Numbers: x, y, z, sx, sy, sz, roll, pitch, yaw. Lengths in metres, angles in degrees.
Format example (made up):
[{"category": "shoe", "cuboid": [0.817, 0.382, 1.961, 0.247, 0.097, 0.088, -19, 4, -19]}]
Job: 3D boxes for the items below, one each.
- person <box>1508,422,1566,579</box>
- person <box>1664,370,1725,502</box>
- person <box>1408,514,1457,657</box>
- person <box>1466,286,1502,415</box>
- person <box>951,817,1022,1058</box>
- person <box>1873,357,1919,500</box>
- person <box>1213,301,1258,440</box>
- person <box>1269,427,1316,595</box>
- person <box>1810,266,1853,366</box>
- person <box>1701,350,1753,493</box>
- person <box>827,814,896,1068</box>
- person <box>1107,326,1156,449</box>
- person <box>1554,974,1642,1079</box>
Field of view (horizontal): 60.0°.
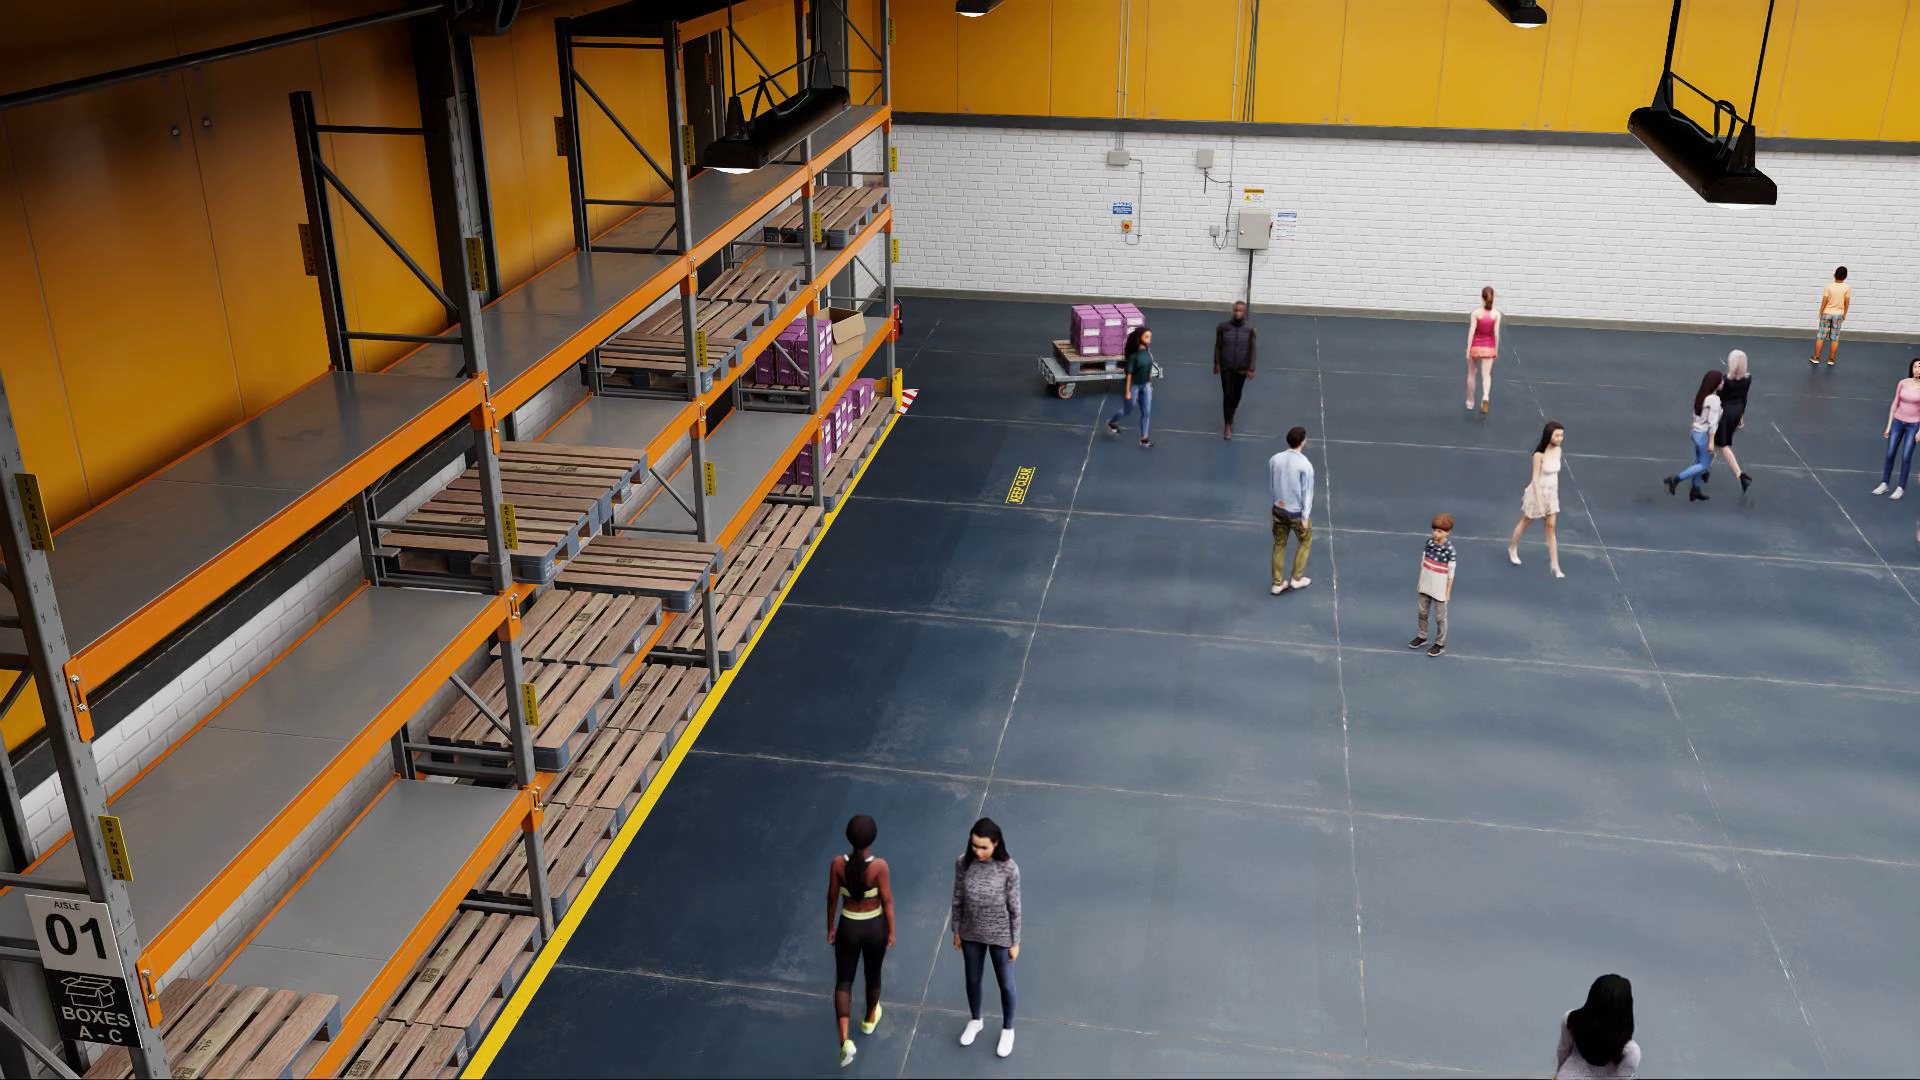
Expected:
[{"category": "person", "cuboid": [6.101, -0.456, 17.698, 0.949, 1.695, 1.097, -10, 26, -23]}, {"category": "person", "cuboid": [8.637, -1.199, 19.489, 0.742, 1.621, 0.803, 0, 24, 1]}, {"category": "person", "cuboid": [4.585, 0.408, 16.040, 0.629, 1.439, 0.578, -18, 29, -35]}, {"category": "person", "cuboid": [7.034, -2.533, 22.395, 0.561, 1.738, 0.963, 3, 24, 8]}, {"category": "person", "cuboid": [0.187, 2.537, 10.804, 0.643, 1.732, 0.579, 7, 25, 16]}, {"category": "person", "cuboid": [11.205, -1.348, 19.679, 0.682, 1.743, 0.623, -16, 28, -32]}, {"category": "person", "cuboid": [3.589, -2.256, 21.709, 0.716, 1.781, 1.207, 4, 24, 9]}, {"category": "person", "cuboid": [3.357, -0.270, 17.144, 0.925, 1.798, 0.875, -21, 31, -40]}, {"category": "person", "cuboid": [12.881, -3.321, 24.544, 0.548, 1.461, 0.532, 8, 25, 18]}, {"category": "person", "cuboid": [9.172, -1.373, 19.779, 0.886, 1.708, 1.192, -5, 24, -12]}, {"category": "person", "cuboid": [-0.647, 2.584, 10.694, 0.632, 1.735, 0.987, 3, 24, 6]}, {"category": "person", "cuboid": [2.212, -1.983, 21.324, 1.027, 1.588, 1.031, 21, 31, 39]}, {"category": "person", "cuboid": [3.452, 3.215, 9.308, 1.024, 1.689, 1.236, 19, 30, 37]}]
